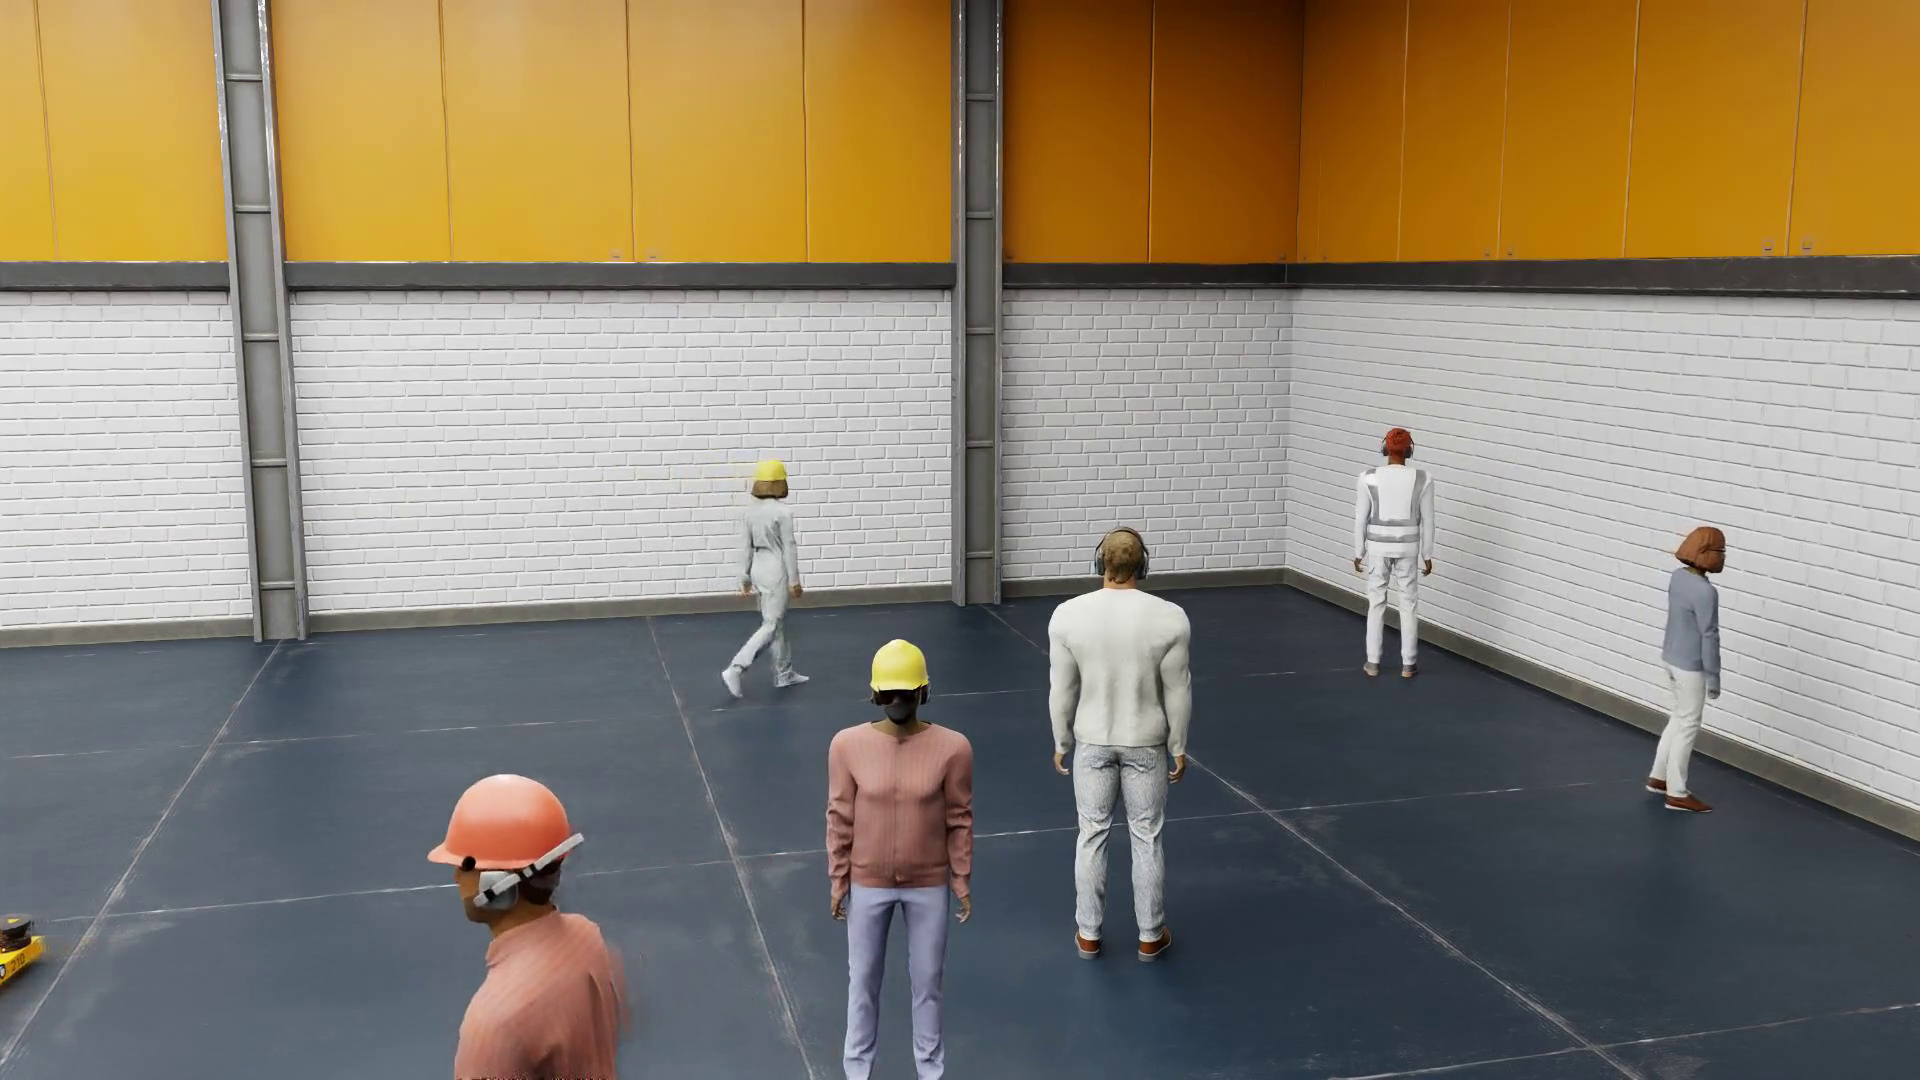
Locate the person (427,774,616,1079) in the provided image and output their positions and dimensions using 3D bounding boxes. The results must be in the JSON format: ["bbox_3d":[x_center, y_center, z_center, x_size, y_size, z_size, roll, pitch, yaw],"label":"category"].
[{"bbox_3d":[-0.875,1.476,3.630,0.571,1.973,0.633,1,9,4],"label":"person"}]

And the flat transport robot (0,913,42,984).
[{"bbox_3d":[-4.759,1.787,6.996,1.431,0.197,0.652,0,9,-2],"label":"flat transport robot"}]

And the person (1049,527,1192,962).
[{"bbox_3d":[0.703,0.901,7.335,0.628,1.940,0.373,2,9,10],"label":"person"}]

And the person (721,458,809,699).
[{"bbox_3d":[-1.416,0.271,11.978,0.789,1.713,0.484,-8,12,-42],"label":"person"}]

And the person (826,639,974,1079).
[{"bbox_3d":[-0.212,1.216,5.905,0.523,1.769,0.324,0,9,-2],"label":"person"}]

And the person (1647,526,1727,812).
[{"bbox_3d":[4.124,0.725,9.395,0.283,1.627,0.528,0,9,2],"label":"person"}]

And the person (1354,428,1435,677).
[{"bbox_3d":[3.269,0.095,12.536,0.585,1.882,0.337,2,9,14],"label":"person"}]
